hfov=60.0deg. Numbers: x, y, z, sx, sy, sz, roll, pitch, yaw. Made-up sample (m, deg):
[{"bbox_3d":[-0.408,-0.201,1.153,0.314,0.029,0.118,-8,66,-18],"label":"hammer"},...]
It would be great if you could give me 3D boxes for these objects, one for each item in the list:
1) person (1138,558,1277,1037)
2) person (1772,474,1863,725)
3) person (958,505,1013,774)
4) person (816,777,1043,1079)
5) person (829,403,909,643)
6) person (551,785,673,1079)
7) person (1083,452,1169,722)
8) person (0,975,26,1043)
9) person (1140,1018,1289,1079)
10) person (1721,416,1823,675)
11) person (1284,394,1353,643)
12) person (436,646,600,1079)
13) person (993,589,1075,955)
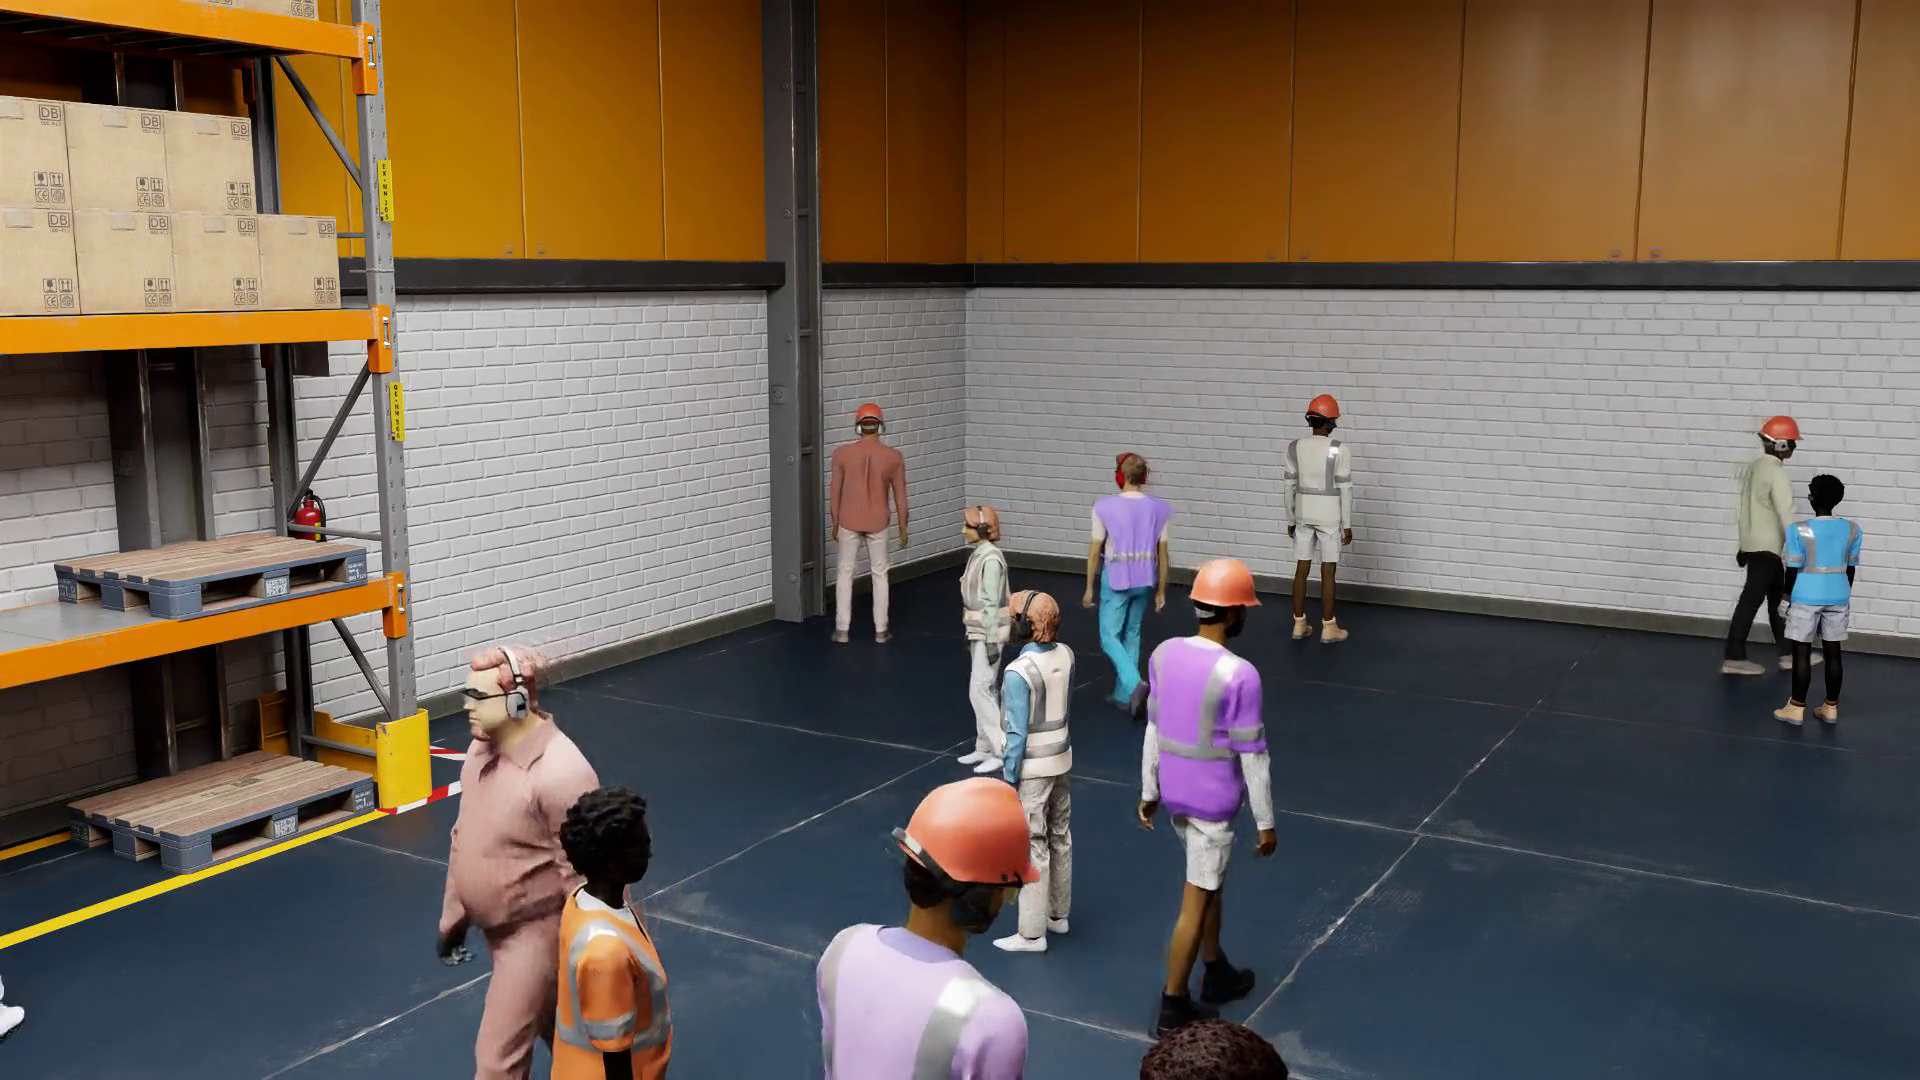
[{"bbox_3d":[1.069,1.015,6.681,0.771,1.906,0.584,-6,11,-33],"label":"person"},{"bbox_3d":[5.758,0.403,11.175,0.535,1.697,0.318,-1,9,-8],"label":"person"},{"bbox_3d":[0.160,0.600,10.133,0.314,1.633,0.541,-2,9,-10],"label":"person"},{"bbox_3d":[-0.052,1.474,3.540,0.819,1.992,0.757,-8,12,-41],"label":"person"},{"bbox_3d":[-0.758,-0.124,13.626,0.696,1.966,0.545,-1,9,-5],"label":"person"},{"bbox_3d":[-0.922,1.482,4.437,0.319,1.698,0.532,-3,10,-19],"label":"person"},{"bbox_3d":[1.159,0.320,11.297,0.590,1.826,0.700,-4,10,-21],"label":"person"},{"bbox_3d":[-4.015,1.103,6.324,0.414,1.863,0.734,4,10,23],"label":"person"},{"bbox_3d":[0.350,1.665,2.612,0.392,1.919,0.593,-1,9,-6],"label":"person"},{"bbox_3d":[6.207,0.058,12.499,0.870,1.964,0.630,2,9,11],"label":"person"},{"bbox_3d":[2.964,-0.177,13.713,0.605,2.045,0.379,7,12,39],"label":"person"},{"bbox_3d":[-1.488,1.261,5.309,0.987,1.853,0.665,-7,12,-38],"label":"person"},{"bbox_3d":[0.342,1.030,7.437,0.309,1.641,0.513,6,11,31],"label":"person"}]
